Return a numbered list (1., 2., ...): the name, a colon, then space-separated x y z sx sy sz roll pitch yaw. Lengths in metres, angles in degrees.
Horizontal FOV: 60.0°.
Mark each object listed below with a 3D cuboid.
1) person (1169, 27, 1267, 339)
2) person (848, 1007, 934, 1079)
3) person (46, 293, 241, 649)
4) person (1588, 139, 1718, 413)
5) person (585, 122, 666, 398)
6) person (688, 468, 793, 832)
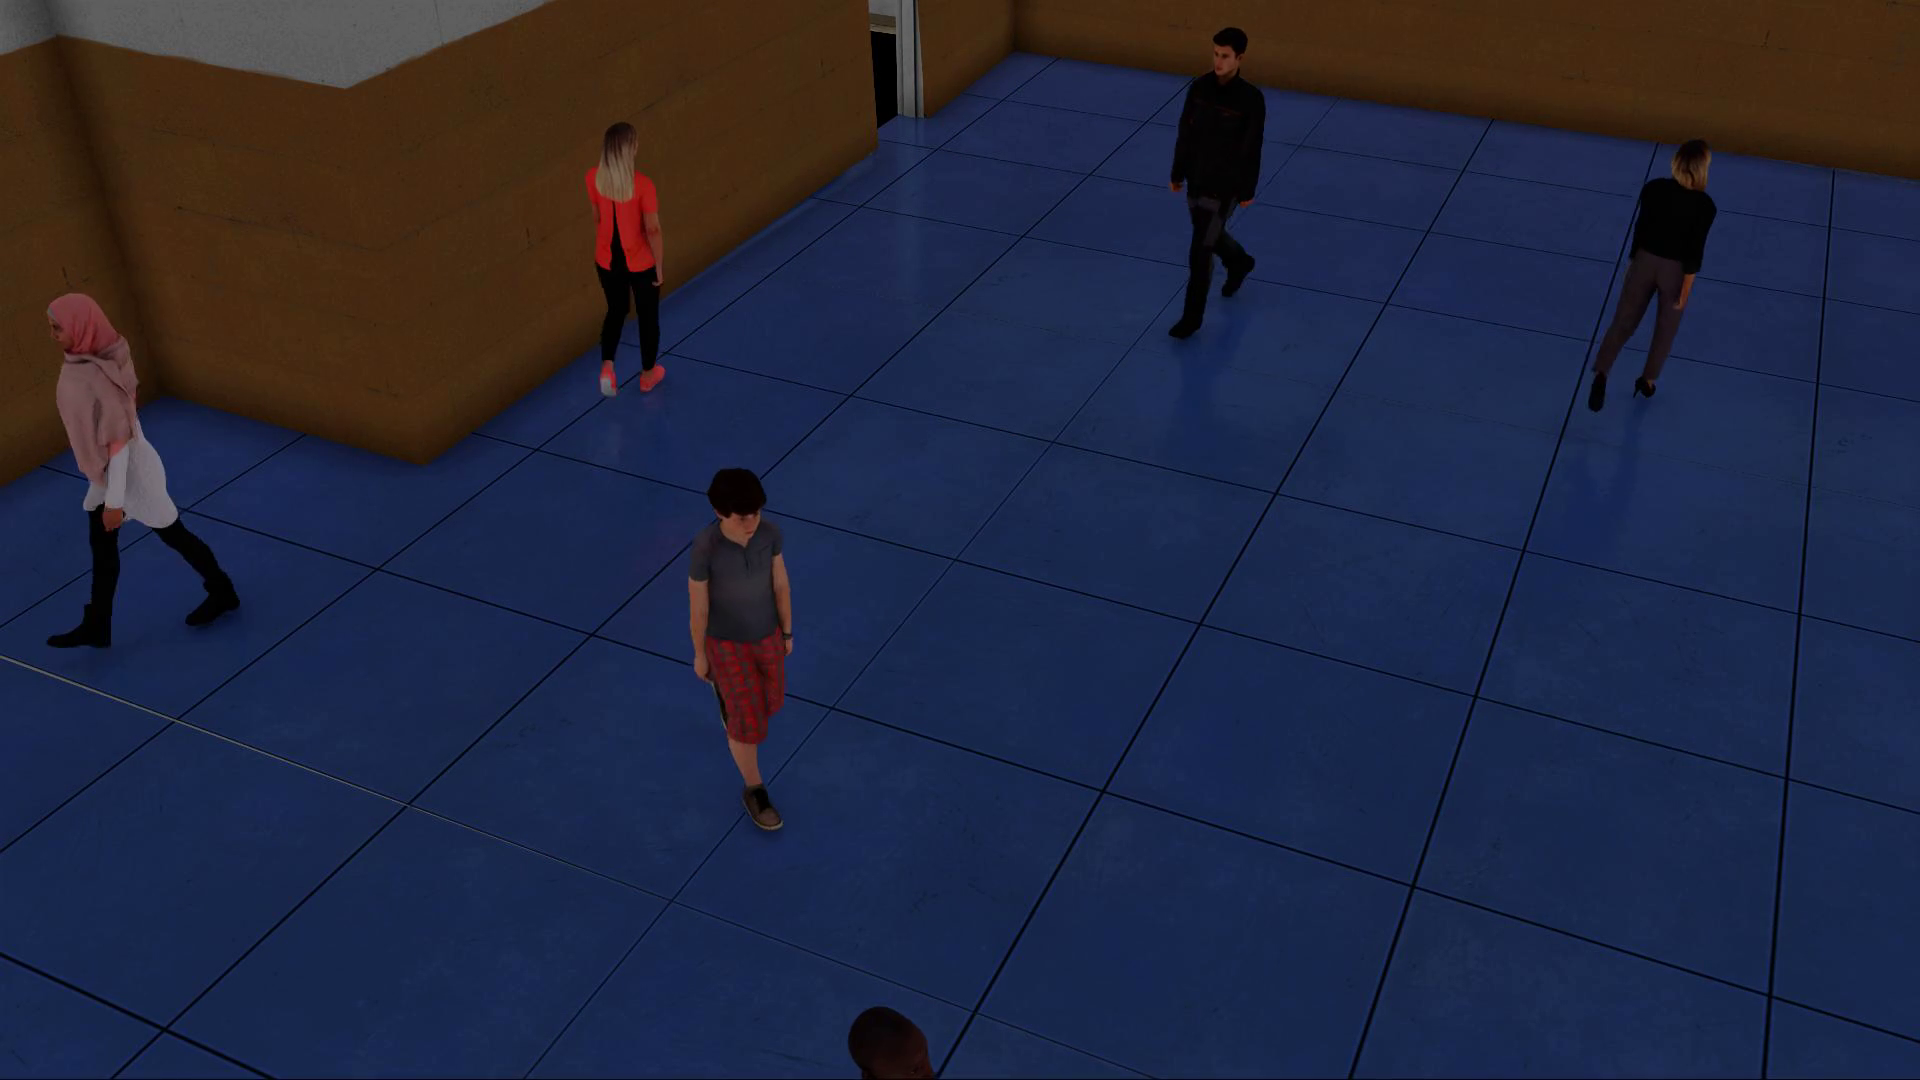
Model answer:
1. person: 1.657 -2.282 10.509 1.077 1.900 1.251 -26 42 -34
2. person: -0.179 1.865 4.401 0.590 1.762 0.665 10 35 14
3. person: -3.726 -0.317 7.675 1.002 1.768 1.122 -26 42 -33
4. person: 3.933 -1.451 9.489 1.010 1.646 0.853 28 42 35
5. person: -1.953 -1.554 9.617 0.856 1.676 0.768 8 34 12
6. person: -0.923 0.373 6.755 0.898 1.625 1.054 -19 38 -26
